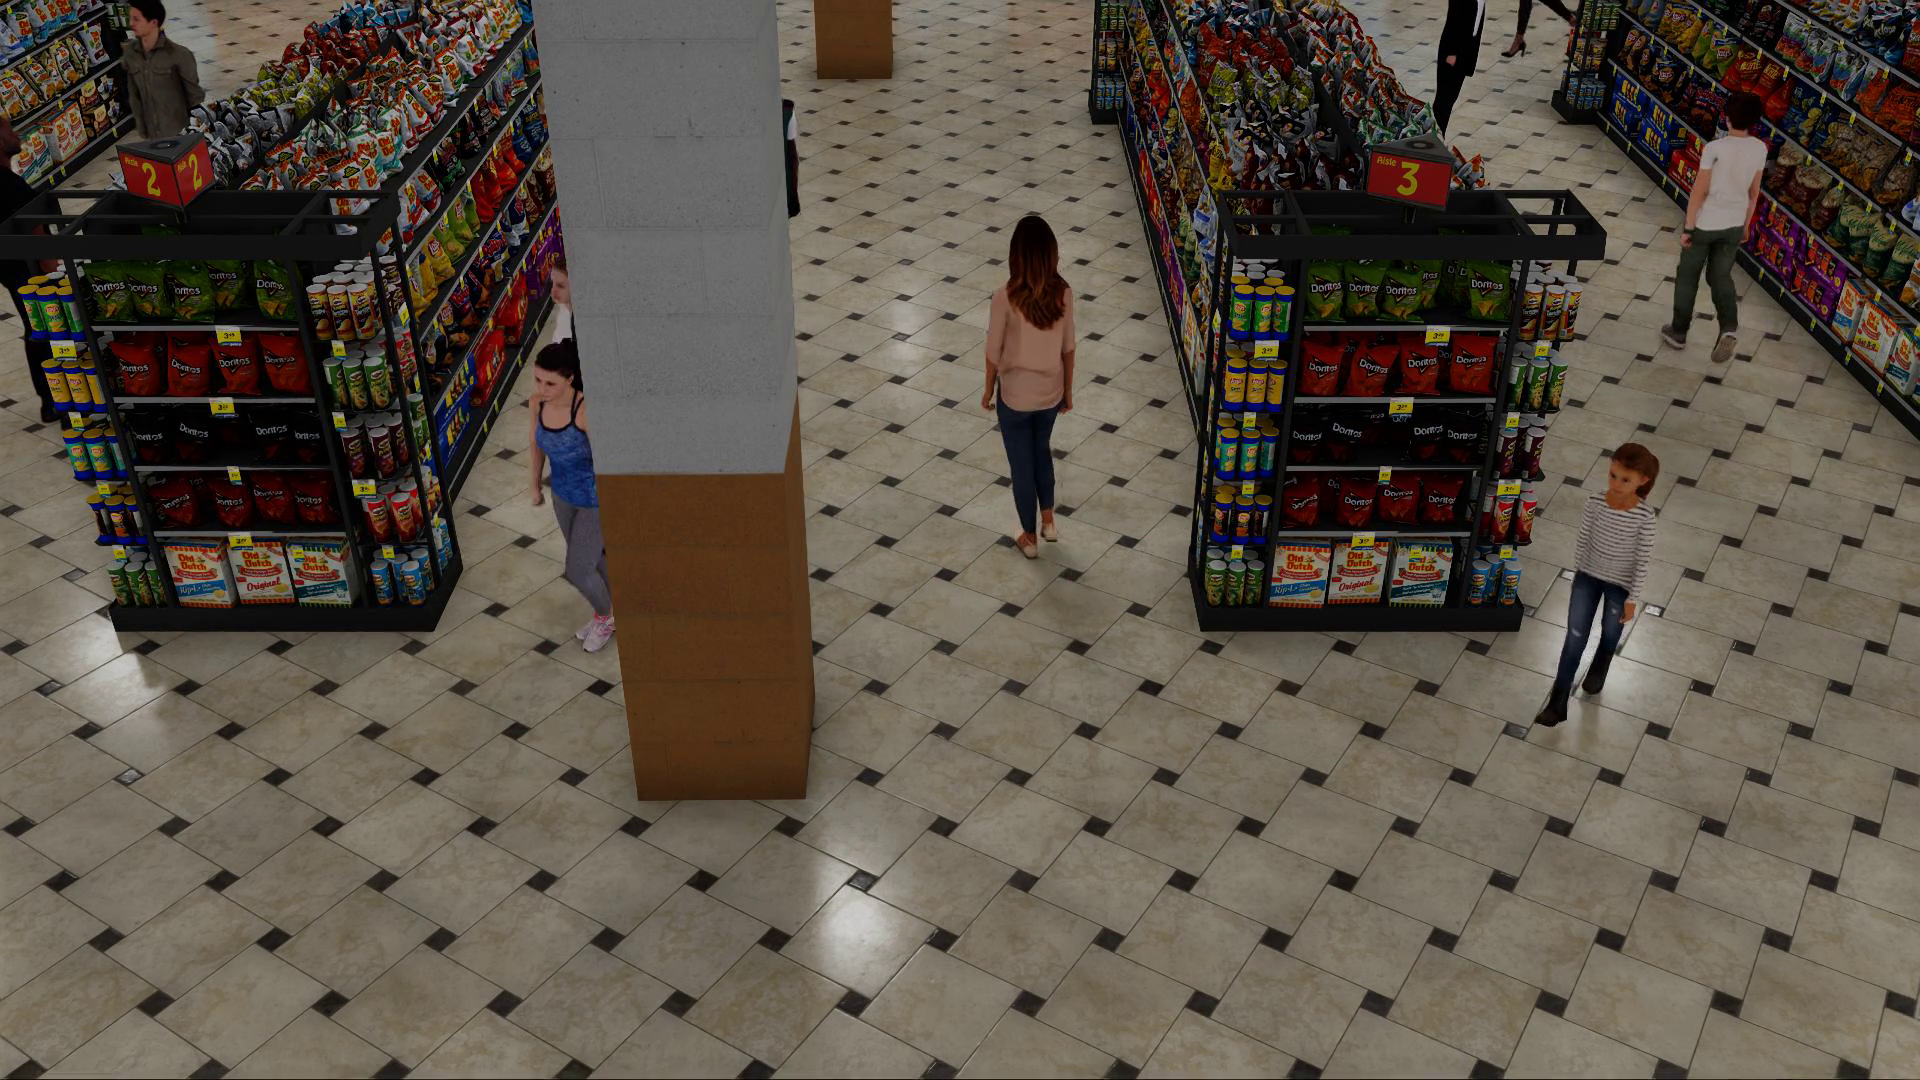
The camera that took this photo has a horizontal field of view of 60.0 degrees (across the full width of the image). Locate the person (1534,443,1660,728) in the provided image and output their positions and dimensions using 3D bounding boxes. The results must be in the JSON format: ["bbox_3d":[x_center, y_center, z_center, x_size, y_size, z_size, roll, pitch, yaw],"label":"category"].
[{"bbox_3d":[2.812,0.165,7.139,0.831,1.289,0.941,23,39,33],"label":"person"}]

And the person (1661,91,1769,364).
[{"bbox_3d":[4.595,-1.847,10.045,0.574,1.634,0.963,-1,32,-1],"label":"person"}]

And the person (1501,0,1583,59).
[{"bbox_3d":[5.568,-5.387,15.566,0.979,1.812,1.047,17,36,25],"label":"person"}]

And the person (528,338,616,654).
[{"bbox_3d":[-1.630,-0.195,7.435,0.770,1.587,0.809,26,40,35],"label":"person"}]

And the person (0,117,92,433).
[{"bbox_3d":[-5.188,-1.472,9.267,0.750,1.819,0.780,23,38,32],"label":"person"}]

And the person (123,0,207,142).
[{"bbox_3d":[-5.300,-2.753,11.280,0.754,1.868,0.679,7,33,11],"label":"person"}]

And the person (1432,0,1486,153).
[{"bbox_3d":[3.898,-3.839,13.089,0.746,1.802,0.646,19,37,28],"label":"person"}]

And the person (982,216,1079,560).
[{"bbox_3d":[0.360,-0.654,7.991,0.681,1.780,0.715,-10,33,-15],"label":"person"}]
